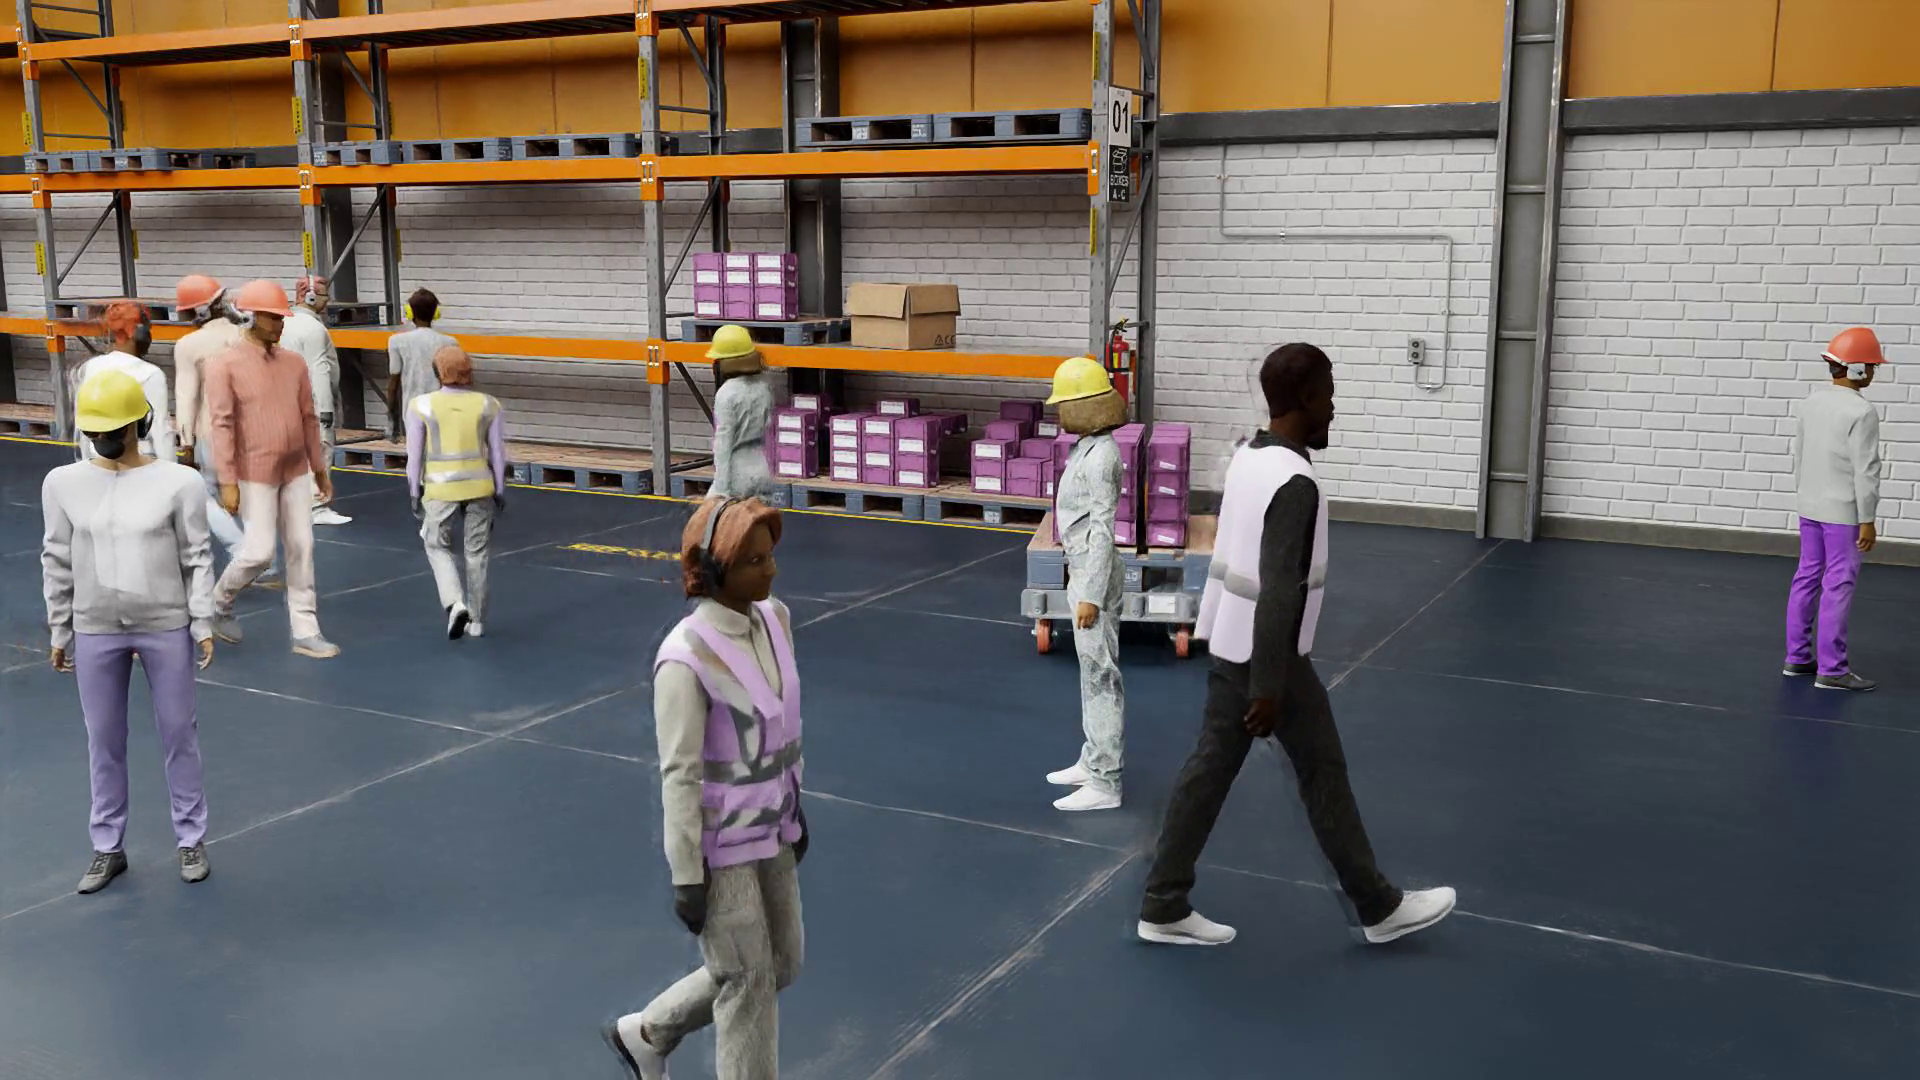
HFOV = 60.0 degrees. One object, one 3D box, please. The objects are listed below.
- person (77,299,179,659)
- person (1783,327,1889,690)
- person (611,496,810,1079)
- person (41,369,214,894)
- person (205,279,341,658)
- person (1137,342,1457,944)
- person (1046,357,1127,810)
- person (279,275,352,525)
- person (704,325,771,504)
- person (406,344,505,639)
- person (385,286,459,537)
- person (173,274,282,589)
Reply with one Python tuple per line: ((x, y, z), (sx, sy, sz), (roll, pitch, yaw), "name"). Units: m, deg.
((-4.276, -0.309, 8.640), (0.606, 1.867, 0.414), (5, 12, 26), "person")
((4.285, -0.154, 8.104), (0.324, 1.752, 0.560), (-1, 10, -6), "person")
((-0.568, 0.691, 3.827), (0.550, 1.621, 0.525), (4, 11, 19), "person")
((-2.771, 0.306, 5.572), (0.524, 1.760, 0.328), (-3, 11, -15), "person")
((-3.609, -0.358, 8.632), (0.684, 1.971, 0.641), (5, 12, 26), "person")
((1.014, 0.338, 5.084), (0.996, 1.866, 0.602), (-1, 10, -7), "person")
((0.478, 0.170, 6.383), (0.310, 1.735, 0.484), (0, 10, 1), "person")
((-4.924, -1.060, 12.694), (0.400, 1.896, 0.655), (-9, 14, -40), "person")
((-1.266, -0.314, 9.092), (0.497, 1.720, 0.535), (7, 13, 34), "person")
((-2.687, -0.237, 8.934), (0.519, 1.626, 0.487), (-5, 12, -27), "person")
((-3.753, -0.856, 11.720), (0.517, 1.845, 0.820), (-7, 13, -35), "person")
((-4.402, -0.635, 10.175), (0.523, 1.966, 0.776), (7, 13, 35), "person")
